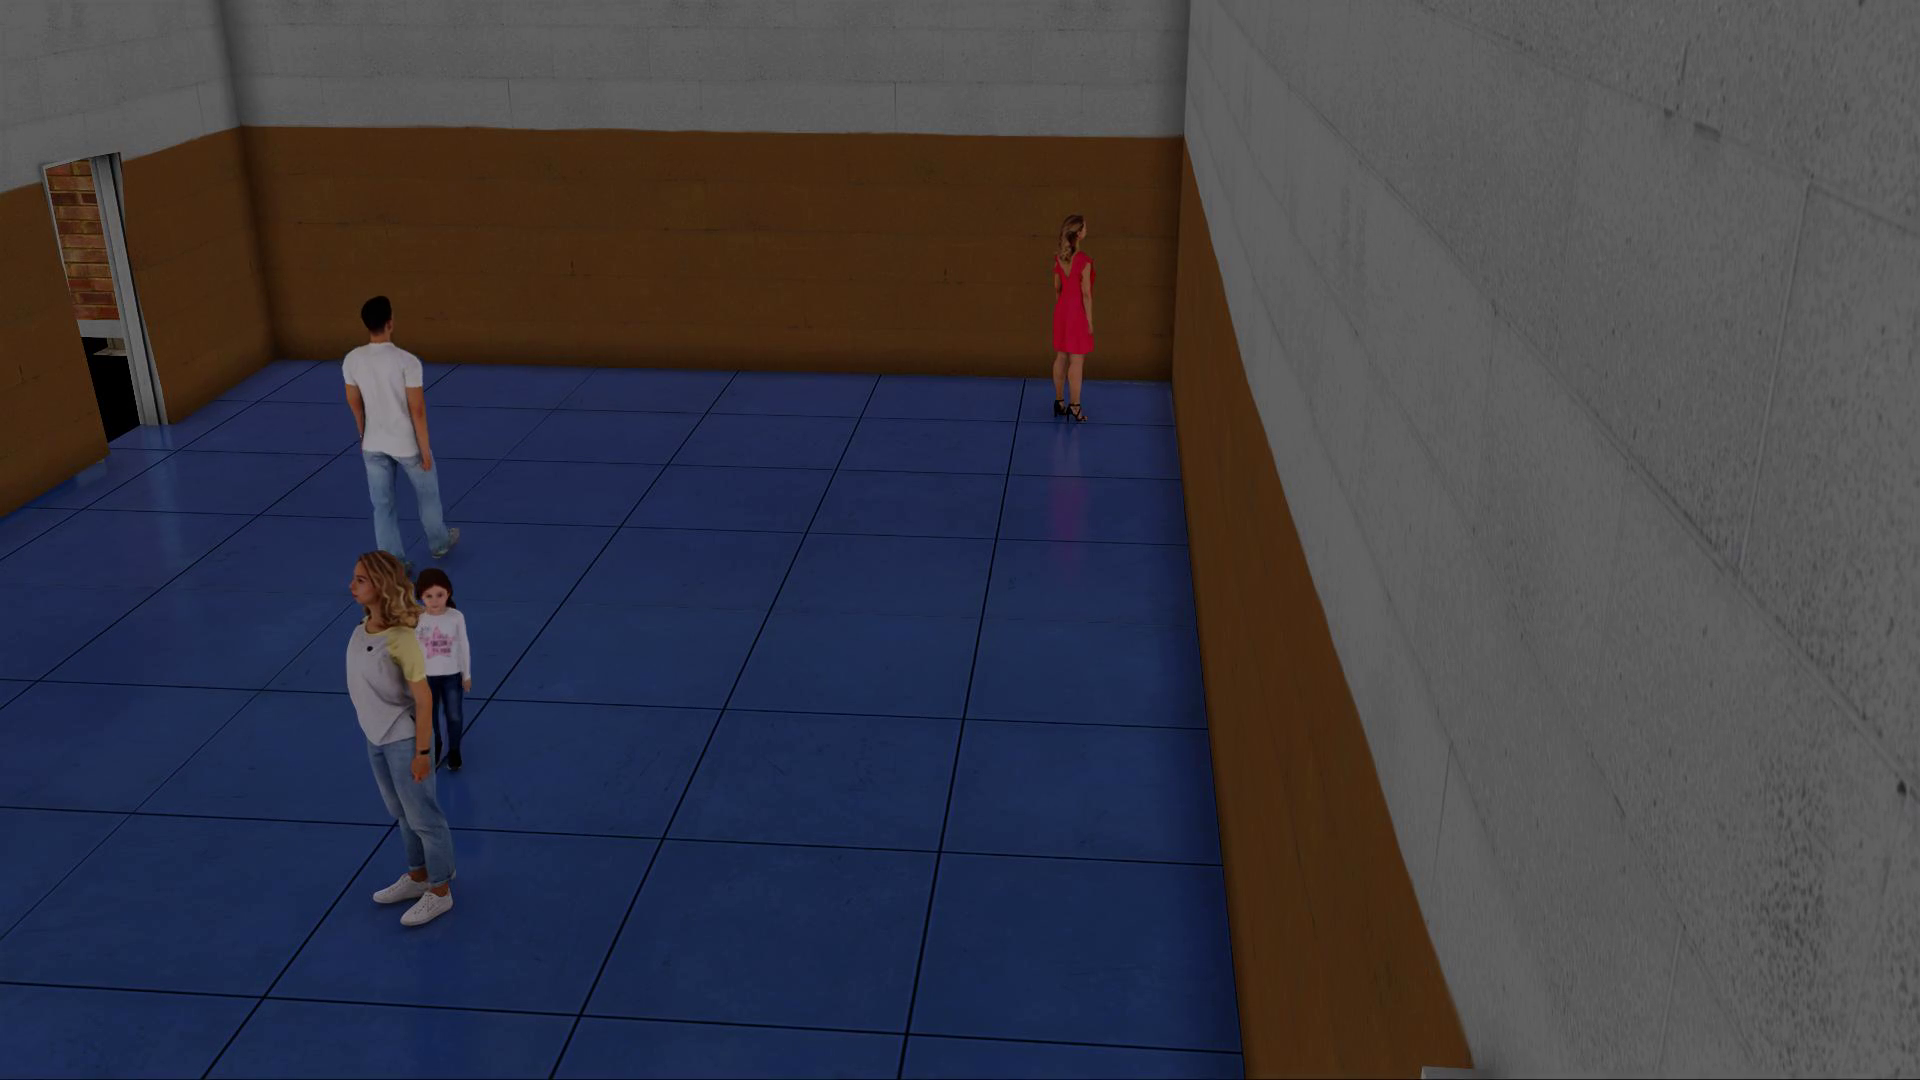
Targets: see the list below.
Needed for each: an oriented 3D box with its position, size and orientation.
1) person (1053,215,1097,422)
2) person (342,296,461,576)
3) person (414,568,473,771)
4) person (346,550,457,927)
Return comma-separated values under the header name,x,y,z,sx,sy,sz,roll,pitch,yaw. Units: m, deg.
name,x,y,z,sx,sy,sz,roll,pitch,yaw
person,0.927,-1.850,13.826,0.714,1.728,0.662,-15,26,-33
person,-3.616,-0.587,10.533,0.896,1.840,0.739,1,22,3
person,-2.656,0.637,8.473,0.480,1.106,0.574,-5,22,-12
person,-2.386,0.840,7.120,0.766,1.723,0.697,-19,28,-38
